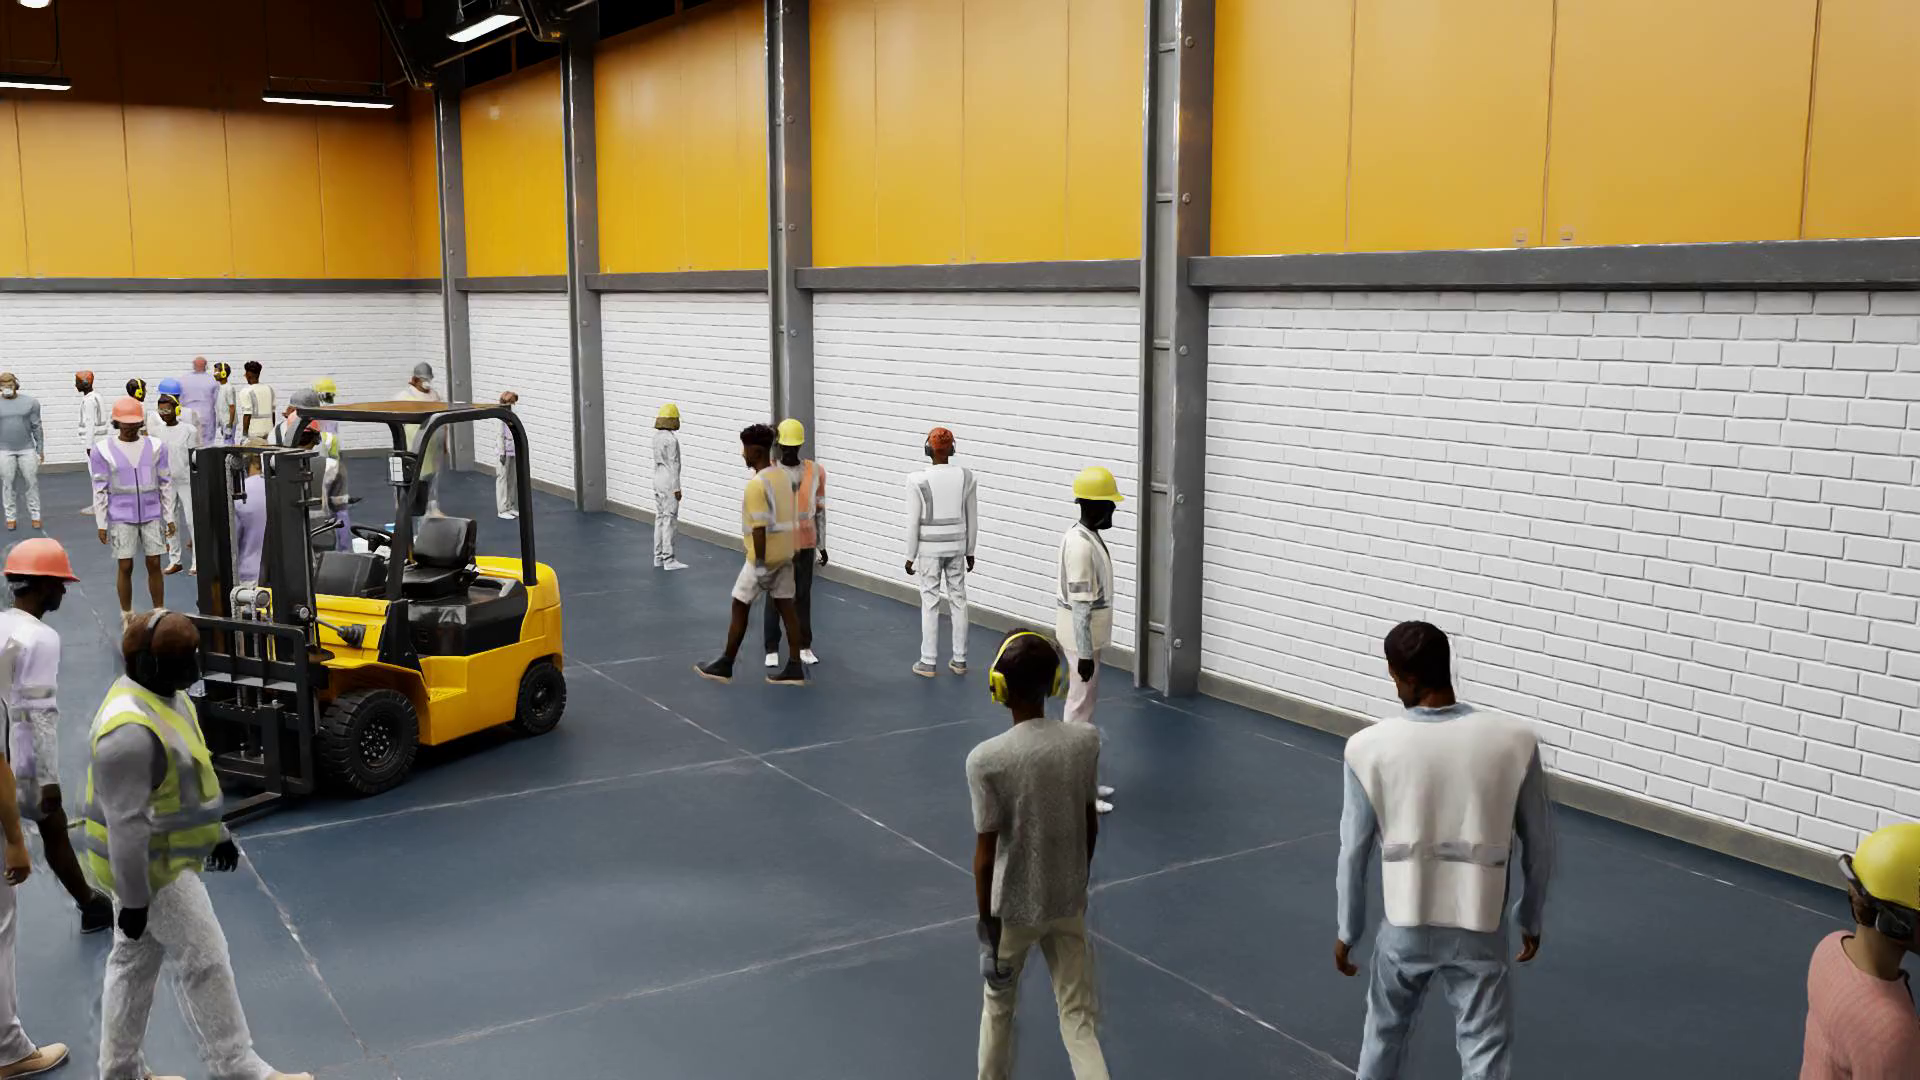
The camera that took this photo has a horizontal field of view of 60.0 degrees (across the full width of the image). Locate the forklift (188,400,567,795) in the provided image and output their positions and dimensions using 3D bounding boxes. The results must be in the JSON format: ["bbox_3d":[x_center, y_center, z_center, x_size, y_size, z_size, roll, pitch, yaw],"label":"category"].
[{"bbox_3d":[-3.529,0.258,10.348,1.214,2.155,2.313,4,9,25],"label":"forklift"}]

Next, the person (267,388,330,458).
[{"bbox_3d":[-6.005,-0.400,15.301,0.687,2.000,0.536,5,10,30],"label":"person"}]

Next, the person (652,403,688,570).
[{"bbox_3d":[-3.046,-0.563,17.439,0.322,1.737,0.488,-6,10,-33],"label":"person"}]

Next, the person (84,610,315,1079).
[{"bbox_3d":[-2.676,1.128,5.798,0.831,1.803,0.618,-3,9,-21],"label":"person"}]

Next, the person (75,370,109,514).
[{"bbox_3d":[-11.352,-1.279,21.771,0.359,1.880,0.575,-3,9,-18],"label":"person"}]

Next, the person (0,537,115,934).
[{"bbox_3d":[-4.096,0.928,7.071,0.569,1.848,1.148,6,10,36],"label":"person"}]

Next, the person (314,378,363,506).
[{"bbox_3d":[-8.430,-1.258,21.997,0.956,1.771,0.604,-7,11,-40],"label":"person"}]

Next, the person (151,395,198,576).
[{"bbox_3d":[-7.998,-0.559,16.992,0.510,1.861,0.323,1,8,3],"label":"person"}]

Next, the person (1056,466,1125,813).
[{"bbox_3d":[0.728,0.546,9.305,0.376,1.925,0.594,1,8,7],"label":"person"}]

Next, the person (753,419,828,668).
[{"bbox_3d":[-1.301,0.022,12.842,0.594,1.922,0.385,-3,9,-21],"label":"person"}]

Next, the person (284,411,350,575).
[{"bbox_3d":[-4.860,0.037,12.406,0.601,2.035,0.417,-3,9,-20],"label":"person"}]

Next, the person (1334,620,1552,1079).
[{"bbox_3d":[1.493,1.194,5.188,0.651,1.850,0.842,2,9,13],"label":"person"}]

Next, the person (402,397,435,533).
[{"bbox_3d":[-5.934,-0.707,18.361,0.572,1.735,0.560,2,9,13],"label":"person"}]

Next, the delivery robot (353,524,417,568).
[{"bbox_3d":[-5.710,0.082,16.718,0.707,0.478,0.477,1,8,8],"label":"delivery robot"}]

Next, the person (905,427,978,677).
[{"bbox_3d":[-0.143,0.090,12.527,0.574,1.883,0.356,-3,9,-22],"label":"person"}]

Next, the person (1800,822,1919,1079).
[{"bbox_3d":[2.003,1.467,3.682,0.342,1.756,0.534,2,9,14],"label":"person"}]

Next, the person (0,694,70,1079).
[{"bbox_3d":[-3.593,1.069,6.055,0.506,1.846,0.346,4,9,23],"label":"person"}]

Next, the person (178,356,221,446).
[{"bbox_3d":[-11.971,-1.956,26.274,0.683,1.891,0.431,-1,9,-9],"label":"person"}]

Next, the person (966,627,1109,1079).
[{"bbox_3d":[0.270,1.191,5.346,0.537,1.825,0.987,-3,9,-22],"label":"person"}]

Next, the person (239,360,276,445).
[{"bbox_3d":[-9.635,-1.480,22.827,0.362,1.963,0.613,3,9,20],"label":"person"}]

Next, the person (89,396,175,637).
[{"bbox_3d":[-6.909,-0.189,13.934,0.611,2.030,0.410,-7,11,-39],"label":"person"}]

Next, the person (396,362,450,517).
[{"bbox_3d":[-6.794,-1.272,21.180,0.539,2.000,0.683,6,10,35],"label":"person"}]

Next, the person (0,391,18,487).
[{"bbox_3d":[-14.296,-1.584,24.734,0.616,1.608,0.497,7,11,38],"label":"person"}]

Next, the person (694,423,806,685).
[{"bbox_3d":[-1.534,0.110,12.230,0.912,1.920,0.614,4,9,23],"label":"person"}]

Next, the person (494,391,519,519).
[{"bbox_3d":[-5.791,-1.092,21.310,0.314,1.639,0.515,1,9,10],"label":"person"}]

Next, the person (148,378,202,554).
[{"bbox_3d":[-8.677,-0.819,18.422,0.376,1.950,0.614,6,10,33],"label":"person"}]

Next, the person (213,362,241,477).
[{"bbox_3d":[-10.772,-1.668,24.416,0.327,1.874,0.520,-5,10,-32],"label":"person"}]

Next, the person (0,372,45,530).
[{"bbox_3d":[-11.505,-1.077,20.251,0.639,1.928,0.373,-5,10,-31],"label":"person"}]
